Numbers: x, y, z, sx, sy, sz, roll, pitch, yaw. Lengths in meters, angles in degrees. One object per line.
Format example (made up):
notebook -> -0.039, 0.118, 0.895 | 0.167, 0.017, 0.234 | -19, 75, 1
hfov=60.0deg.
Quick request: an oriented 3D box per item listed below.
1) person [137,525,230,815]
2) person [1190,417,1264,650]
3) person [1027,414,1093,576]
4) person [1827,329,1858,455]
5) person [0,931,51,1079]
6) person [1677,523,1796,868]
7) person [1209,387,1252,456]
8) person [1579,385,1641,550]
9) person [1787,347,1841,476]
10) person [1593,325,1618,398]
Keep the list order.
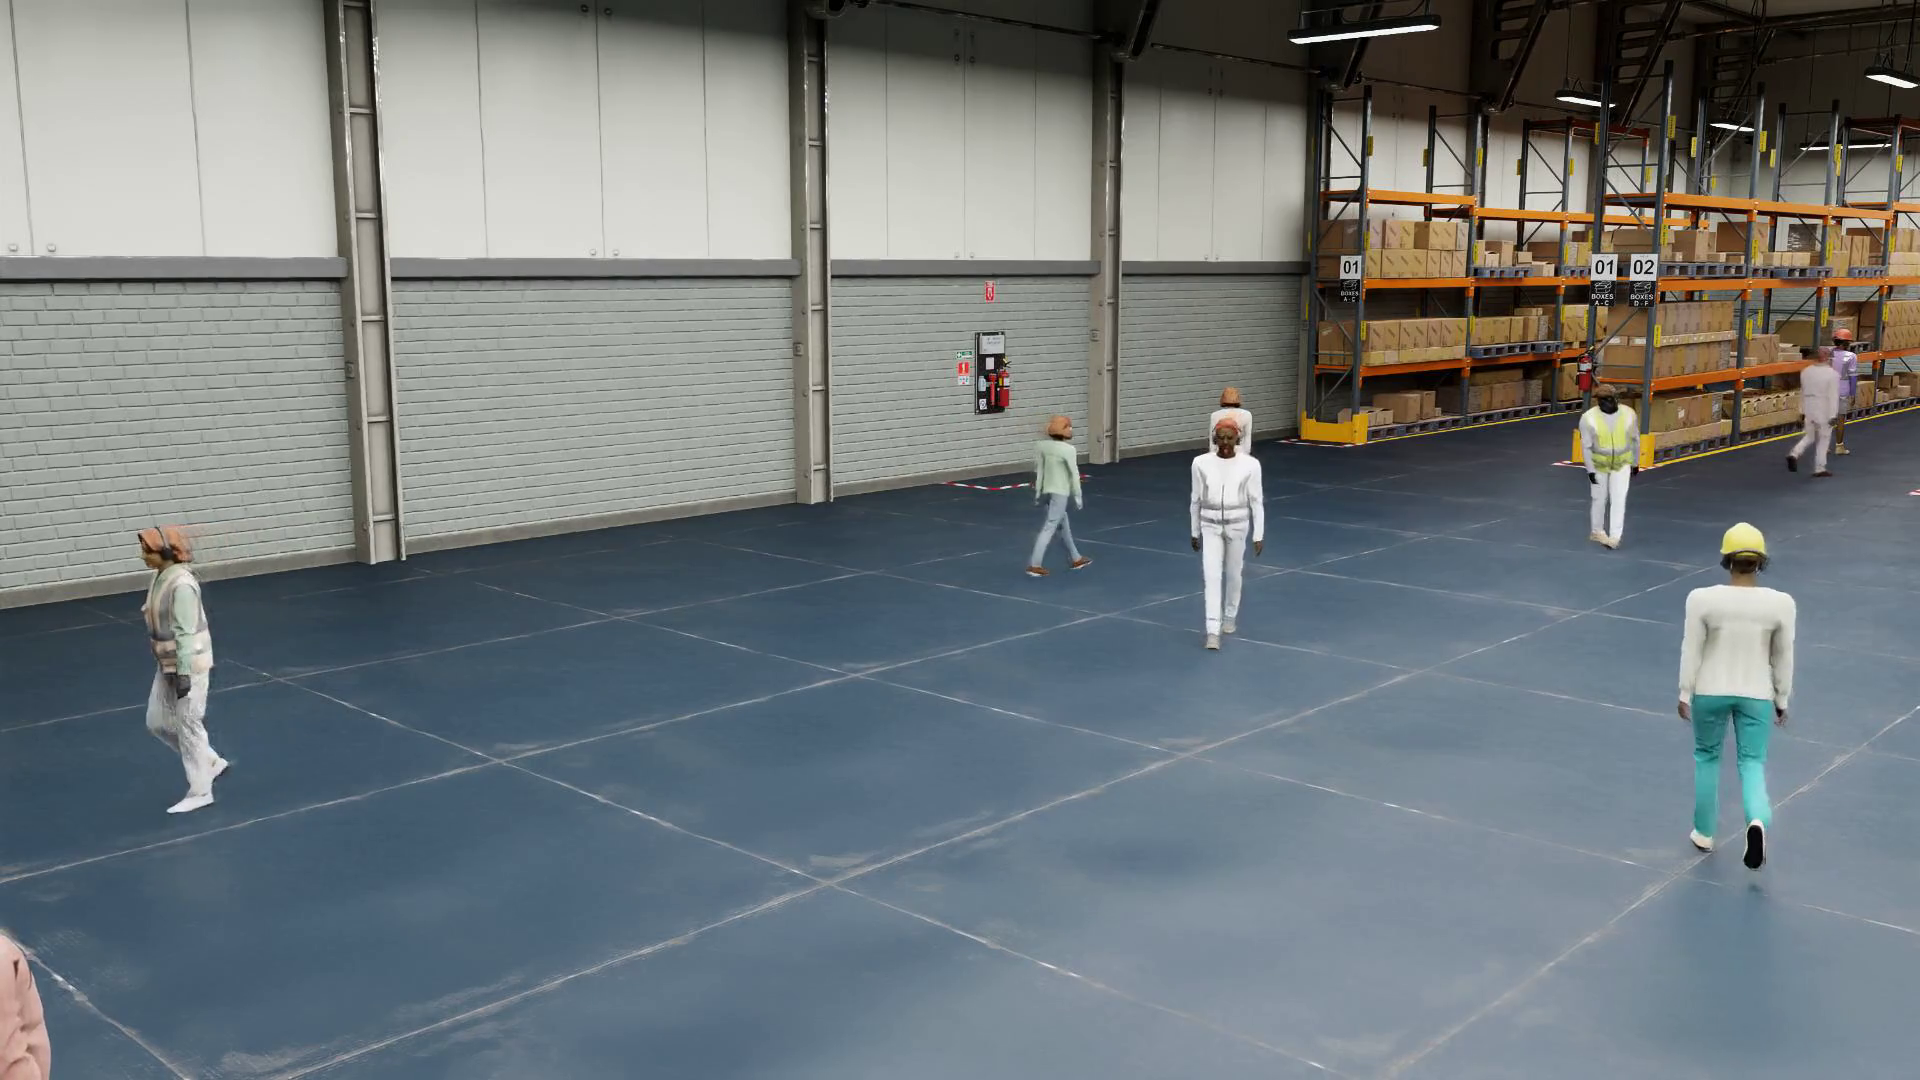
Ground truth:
person -> -4.347, 0.718, 9.246 | 0.356, 1.624, 0.517 | -9, 13, -43
person -> 2.160, -0.081, 13.490 | 0.592, 1.835, 1.008 | 2, 10, 13
person -> 0.990, -0.450, 16.458 | 0.880, 1.582, 0.517 | -7, 11, -35
person -> 14.202, -2.390, 26.920 | 0.383, 2.039, 0.614 | -7, 12, -36
person -> -2.332, 1.455, 3.900 | 0.651, 1.904, 0.403 | 5, 11, 29
person -> 3.936, 0.794, 8.431 | 0.529, 1.750, 0.642 | 3, 10, 16
person -> 3.200, -0.997, 19.714 | 0.496, 1.627, 0.300 | 0, 9, 2
person -> 7.030, -0.794, 18.022 | 0.658, 1.782, 0.811 | 2, 10, 14
person -> 12.414, -1.852, 24.106 | 0.544, 1.896, 0.657 | -3, 10, -18
person -> 12.447, -3.169, 31.953 | 0.732, 1.950, 0.618 | -7, 11, -35
